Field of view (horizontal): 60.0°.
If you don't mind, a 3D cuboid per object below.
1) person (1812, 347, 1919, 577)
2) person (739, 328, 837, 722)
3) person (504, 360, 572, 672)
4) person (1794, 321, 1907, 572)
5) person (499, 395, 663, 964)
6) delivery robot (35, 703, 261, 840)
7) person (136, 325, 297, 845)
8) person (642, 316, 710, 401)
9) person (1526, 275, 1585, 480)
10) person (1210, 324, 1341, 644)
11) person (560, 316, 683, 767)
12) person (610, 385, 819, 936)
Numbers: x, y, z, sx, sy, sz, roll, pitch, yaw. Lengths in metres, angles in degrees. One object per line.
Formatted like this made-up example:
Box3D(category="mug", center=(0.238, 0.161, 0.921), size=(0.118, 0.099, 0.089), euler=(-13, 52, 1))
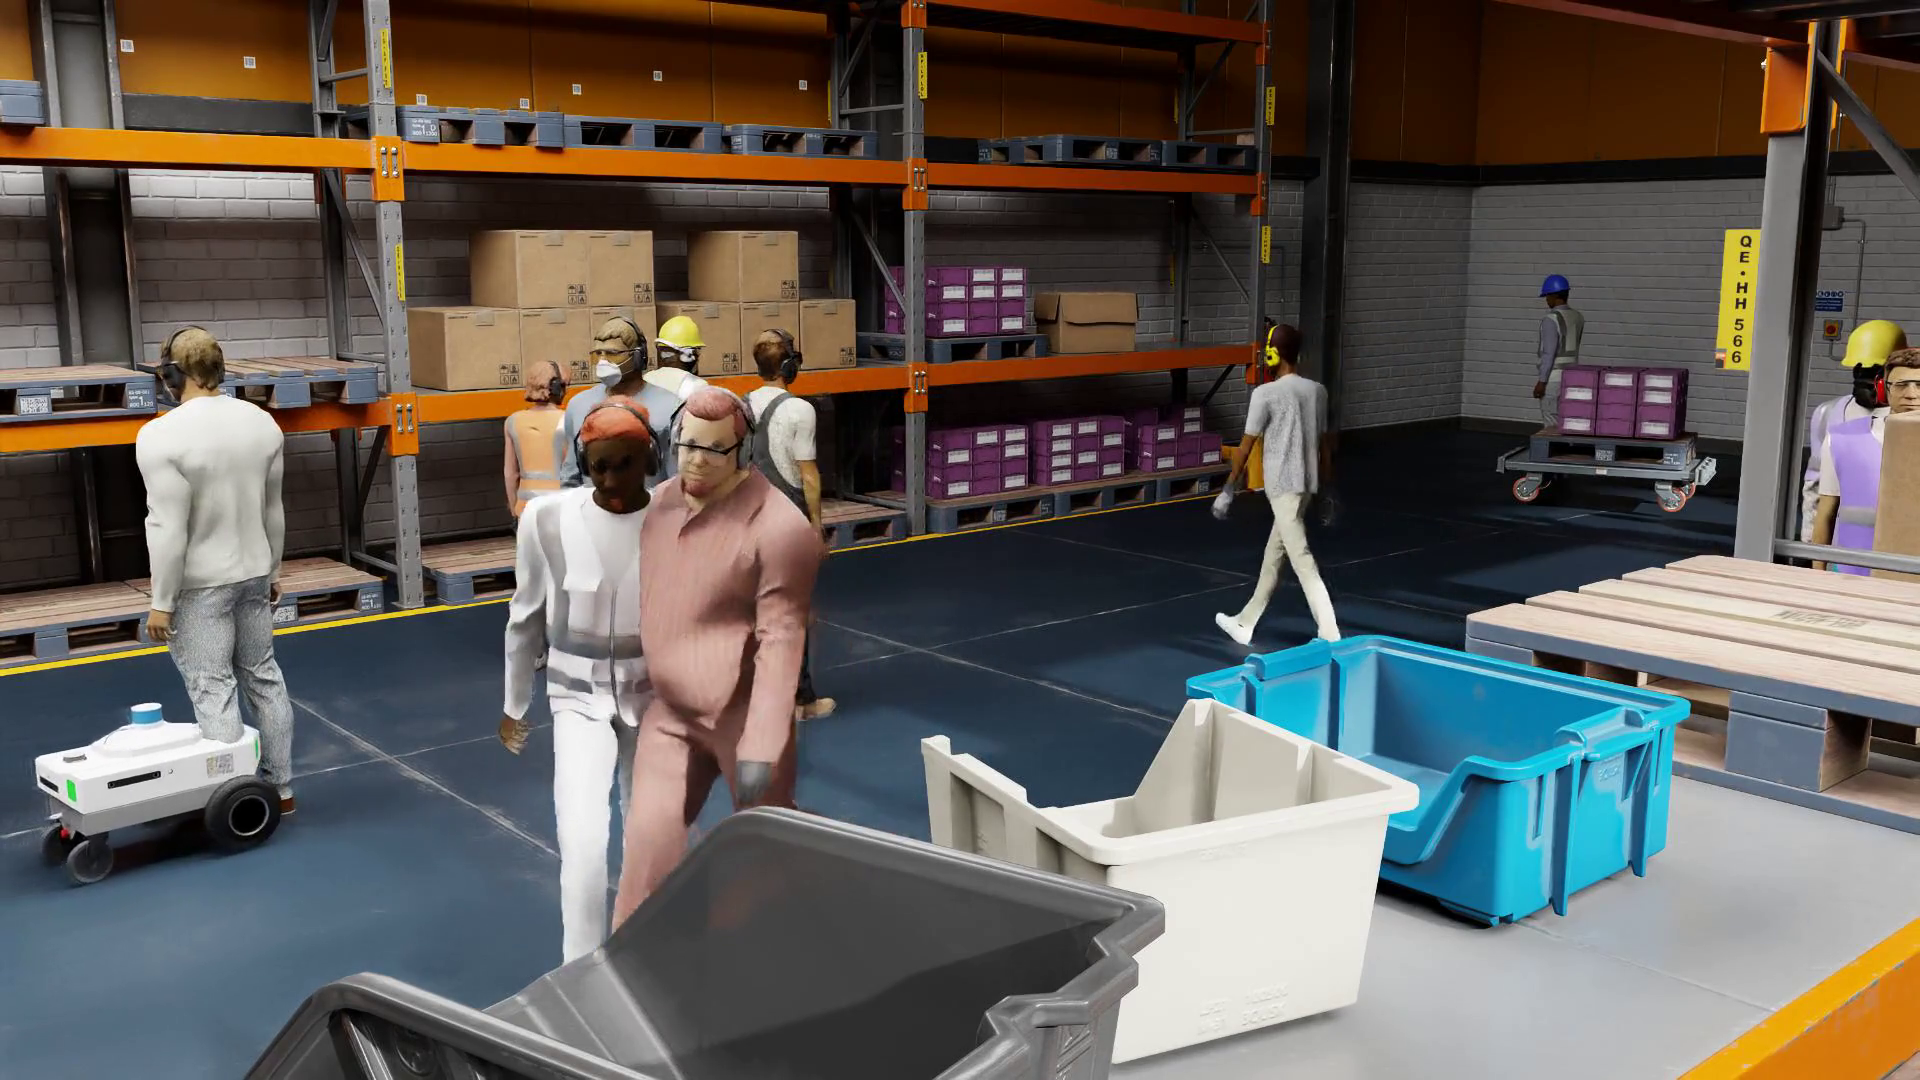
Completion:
Box3D(category="person", center=(3.607, 0.173, 6.460), size=(0.562, 1.847, 0.390), euler=(4, 11, 20))
Box3D(category="person", center=(-0.840, -0.065, 7.800), size=(0.506, 1.847, 0.345), euler=(7, 12, 34))
Box3D(category="person", center=(-2.125, -0.111, 8.640), size=(0.515, 1.639, 0.314), euler=(4, 11, 21))
Box3D(category="person", center=(3.819, 0.035, 7.048), size=(0.404, 1.919, 0.587), euler=(-5, 11, -28))
Box3D(category="person", center=(-1.008, 0.493, 4.755), size=(0.653, 1.813, 1.012), euler=(-2, 10, -9))
Box3D(category="delivery robot", center=(-2.956, 0.841, 6.080), size=(0.477, 0.478, 0.707), euler=(9, 14, 42))
Box3D(category="person", center=(-2.772, 0.172, 6.217), size=(0.353, 1.936, 0.635), euler=(4, 11, 20))
Box3D(category="person", center=(-1.563, -0.342, 9.391), size=(0.600, 1.829, 0.404), euler=(7, 12, 35))
Box3D(category="person", center=(5.652, -1.537, 15.785), size=(0.604, 1.939, 0.401), euler=(-9, 14, -41))
Box3D(category="person", center=(1.730, -0.247, 8.944), size=(0.541, 1.806, 1.011), euler=(-8, 13, -37))
Box3D(category="person", center=(-1.375, 0.048, 6.907), size=(0.627, 1.941, 0.370), euler=(4, 11, 19))
Box3D(category="person", center=(-0.717, 0.498, 4.643), size=(0.663, 1.845, 1.011), euler=(7, 12, 34))
